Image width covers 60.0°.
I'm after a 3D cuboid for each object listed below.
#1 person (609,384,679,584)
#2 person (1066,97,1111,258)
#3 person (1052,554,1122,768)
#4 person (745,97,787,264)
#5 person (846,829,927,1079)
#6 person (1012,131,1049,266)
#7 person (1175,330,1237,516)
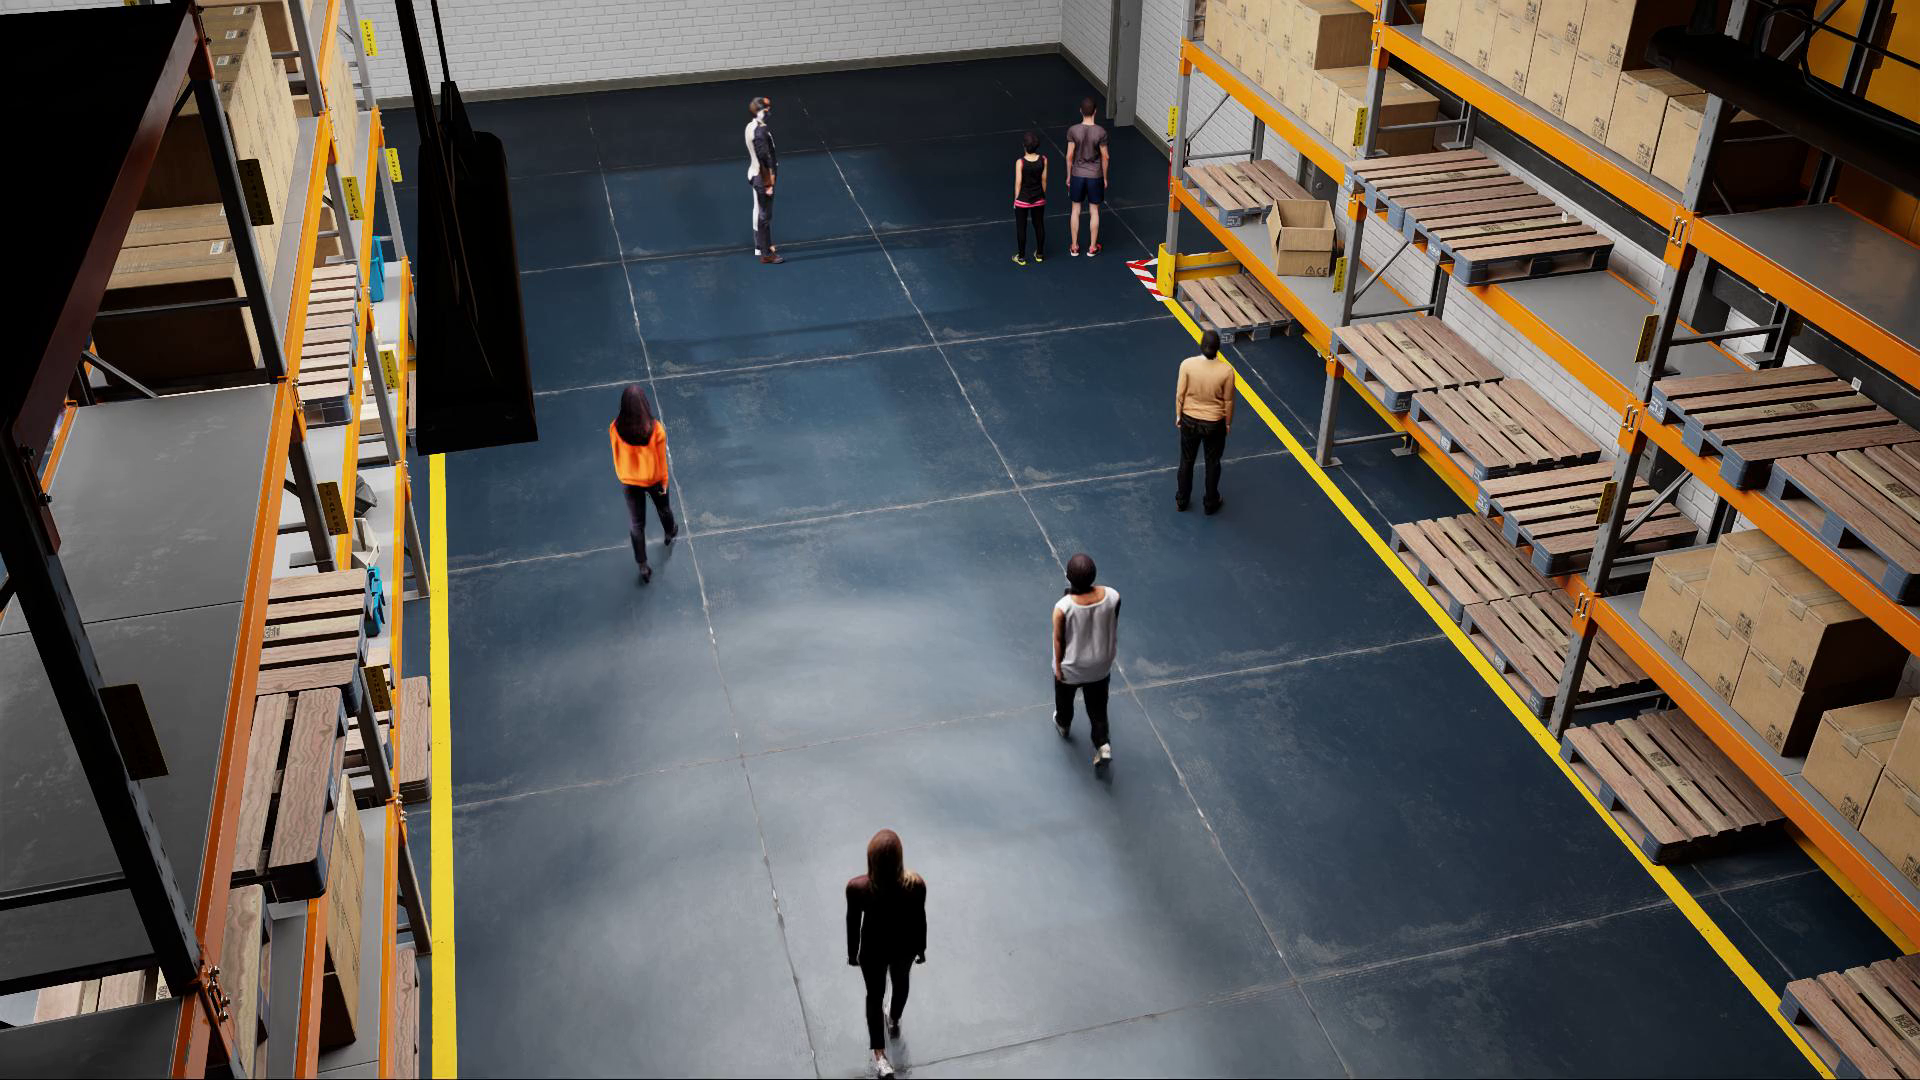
[{"bbox_3d":[-2.598,-0.422,13.525,0.850,1.721,1.099,2,34,3],"label":"person"},{"bbox_3d":[1.446,-4.142,18.999,0.721,1.857,0.702,6,34,9],"label":"person"},{"bbox_3d":[0.881,0.849,11.666,0.664,1.663,1.018,-8,34,-12],"label":"person"},{"bbox_3d":[-2.254,-4.100,18.905,0.734,1.891,0.512,-9,35,-13],"label":"person"},{"bbox_3d":[-0.405,2.354,9.380,0.715,1.687,1.015,-3,34,-4],"label":"person"},{"bbox_3d":[0.799,-3.895,18.903,0.546,1.553,0.519,-11,35,-16],"label":"person"},{"bbox_3d":[2.109,-1.024,14.401,0.757,1.754,0.772,10,35,14],"label":"person"}]
